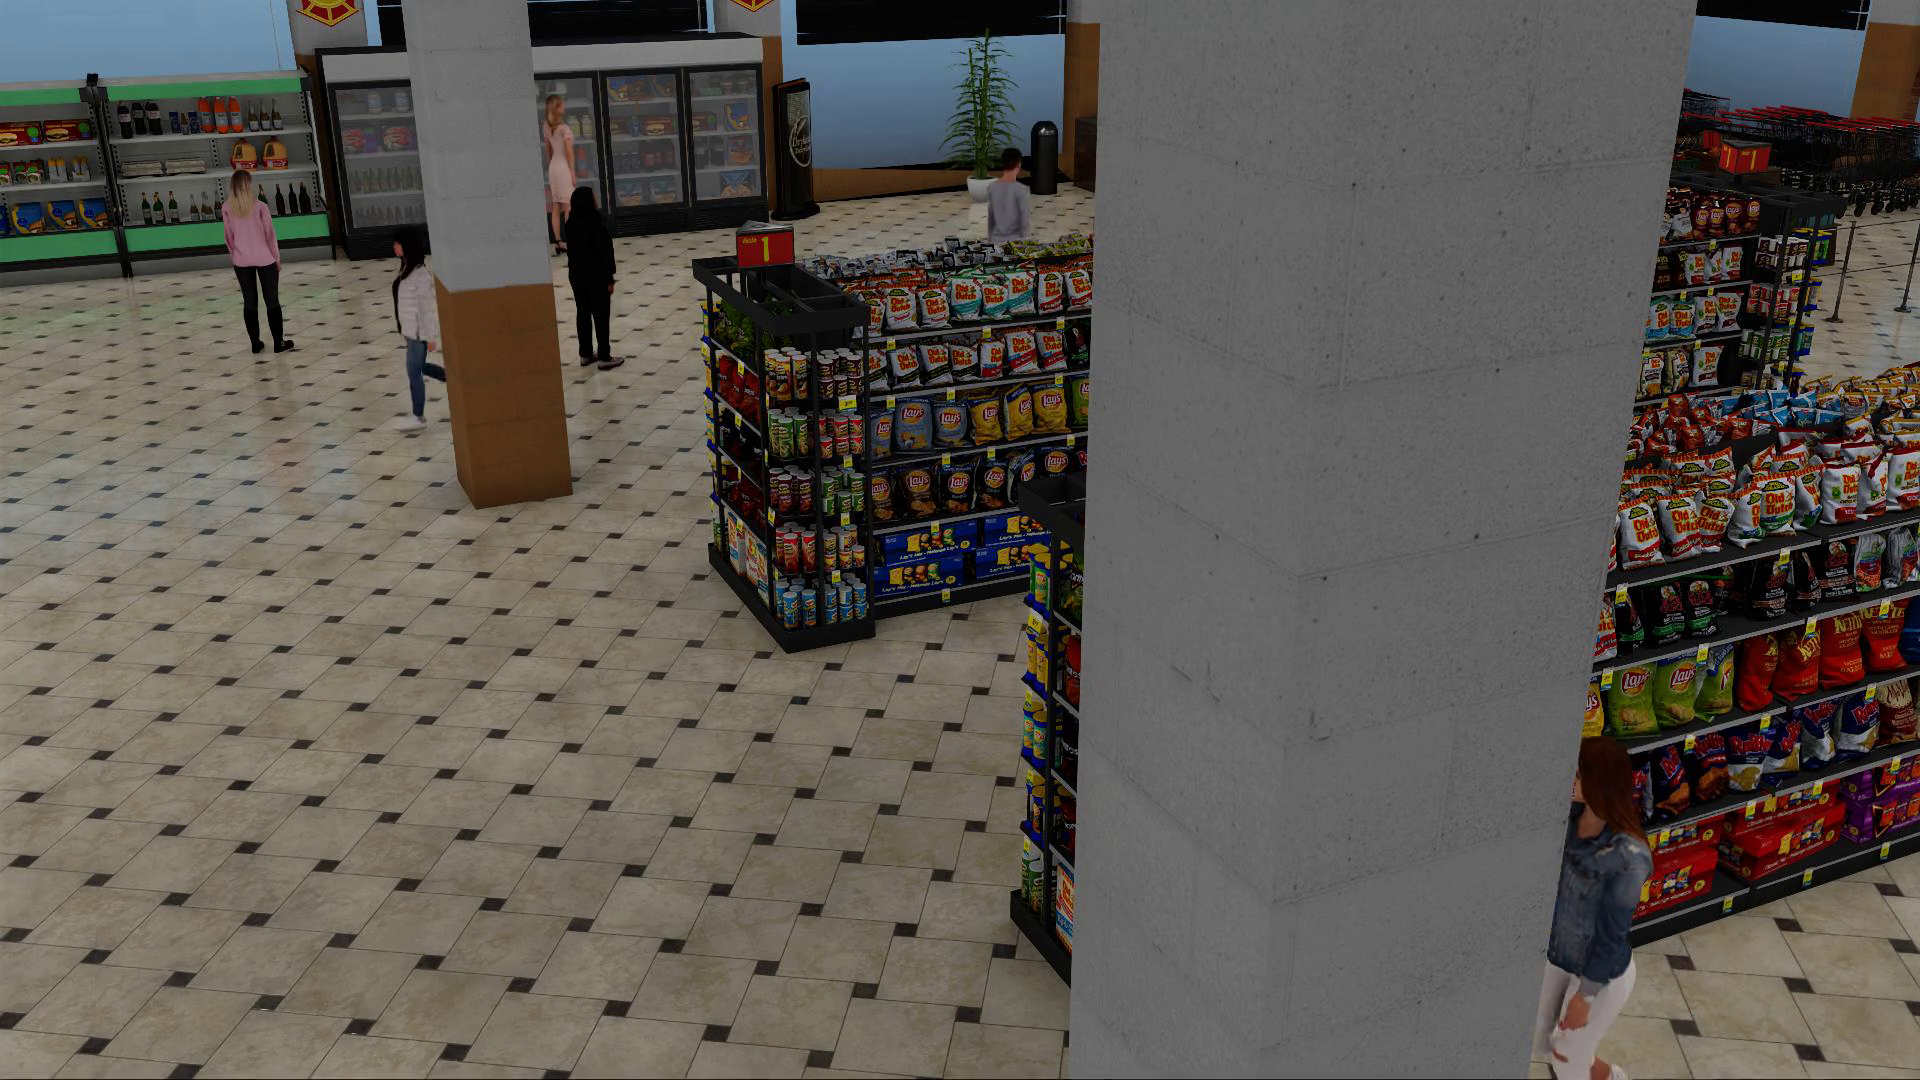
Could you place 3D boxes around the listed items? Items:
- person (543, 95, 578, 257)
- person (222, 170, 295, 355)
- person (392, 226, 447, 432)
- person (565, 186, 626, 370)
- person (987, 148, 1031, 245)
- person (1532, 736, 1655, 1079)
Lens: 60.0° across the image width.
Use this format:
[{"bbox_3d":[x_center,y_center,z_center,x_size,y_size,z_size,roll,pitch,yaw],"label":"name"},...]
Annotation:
[{"bbox_3d":[-4.626,-4.221,19.276,0.640,1.829,0.647,16,27,34],"label":"person"},{"bbox_3d":[-6.516,-2.570,15.356,0.606,1.688,0.737,-1,22,-2],"label":"person"},{"bbox_3d":[-4.243,-1.689,13.249,0.947,1.623,0.659,-13,25,-29],"label":"person"},{"bbox_3d":[-3.312,-2.348,14.899,0.754,1.617,0.785,14,26,31],"label":"person"},{"bbox_3d":[0.415,-2.689,15.466,0.898,1.827,1.045,15,26,33],"label":"person"},{"bbox_3d":[2.126,1.398,5.483,0.824,1.686,0.680,-5,22,-13],"label":"person"}]
